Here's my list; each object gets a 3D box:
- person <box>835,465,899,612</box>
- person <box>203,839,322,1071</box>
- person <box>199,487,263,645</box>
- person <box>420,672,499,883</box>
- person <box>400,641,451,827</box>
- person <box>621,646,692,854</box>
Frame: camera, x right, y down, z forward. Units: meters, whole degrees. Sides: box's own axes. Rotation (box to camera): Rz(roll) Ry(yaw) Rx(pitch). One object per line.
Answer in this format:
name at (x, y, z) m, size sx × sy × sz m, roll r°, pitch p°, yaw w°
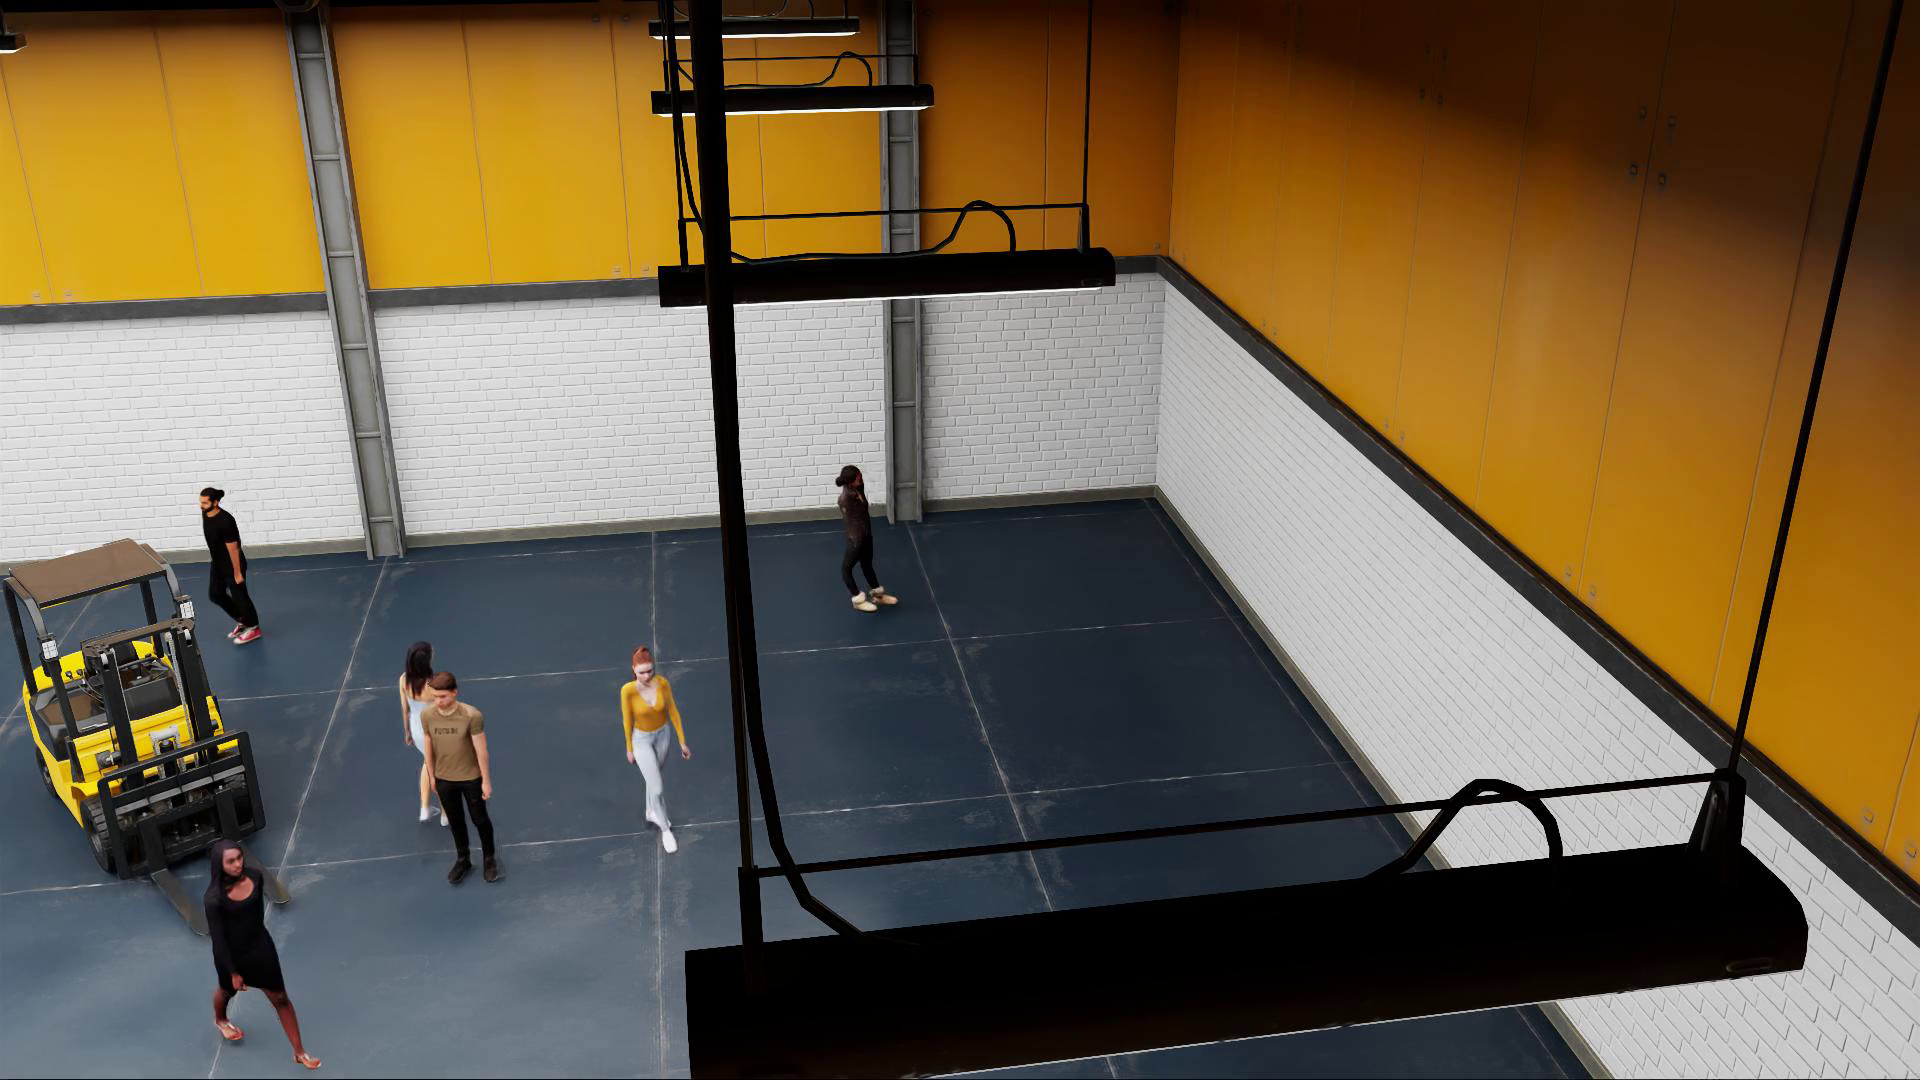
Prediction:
person at (-0.985, -0.004, 17.435) m, size 0.815 × 1.634 × 0.920 m, roll -2°, pitch 24°, yaw -4°
person at (-4.837, 2.750, 11.087) m, size 1.248 × 1.673 × 1.144 m, roll 13°, pitch 27°, yaw 28°
person at (-7.318, 0.228, 16.779) m, size 0.776 × 1.735 × 0.834 m, roll 17°, pitch 29°, yaw 34°
person at (-3.886, 1.828, 12.980) m, size 0.614 × 1.845 × 0.791 m, roll 2°, pitch 24°, yaw 5°
person at (-4.344, 1.625, 13.597) m, size 0.658 × 1.722 × 0.760 m, roll 3°, pitch 24°, yaw 6°
person at (-2.571, 1.625, 13.589) m, size 0.959 × 1.729 × 0.923 m, roll -20°, pitch 30°, yaw -37°
